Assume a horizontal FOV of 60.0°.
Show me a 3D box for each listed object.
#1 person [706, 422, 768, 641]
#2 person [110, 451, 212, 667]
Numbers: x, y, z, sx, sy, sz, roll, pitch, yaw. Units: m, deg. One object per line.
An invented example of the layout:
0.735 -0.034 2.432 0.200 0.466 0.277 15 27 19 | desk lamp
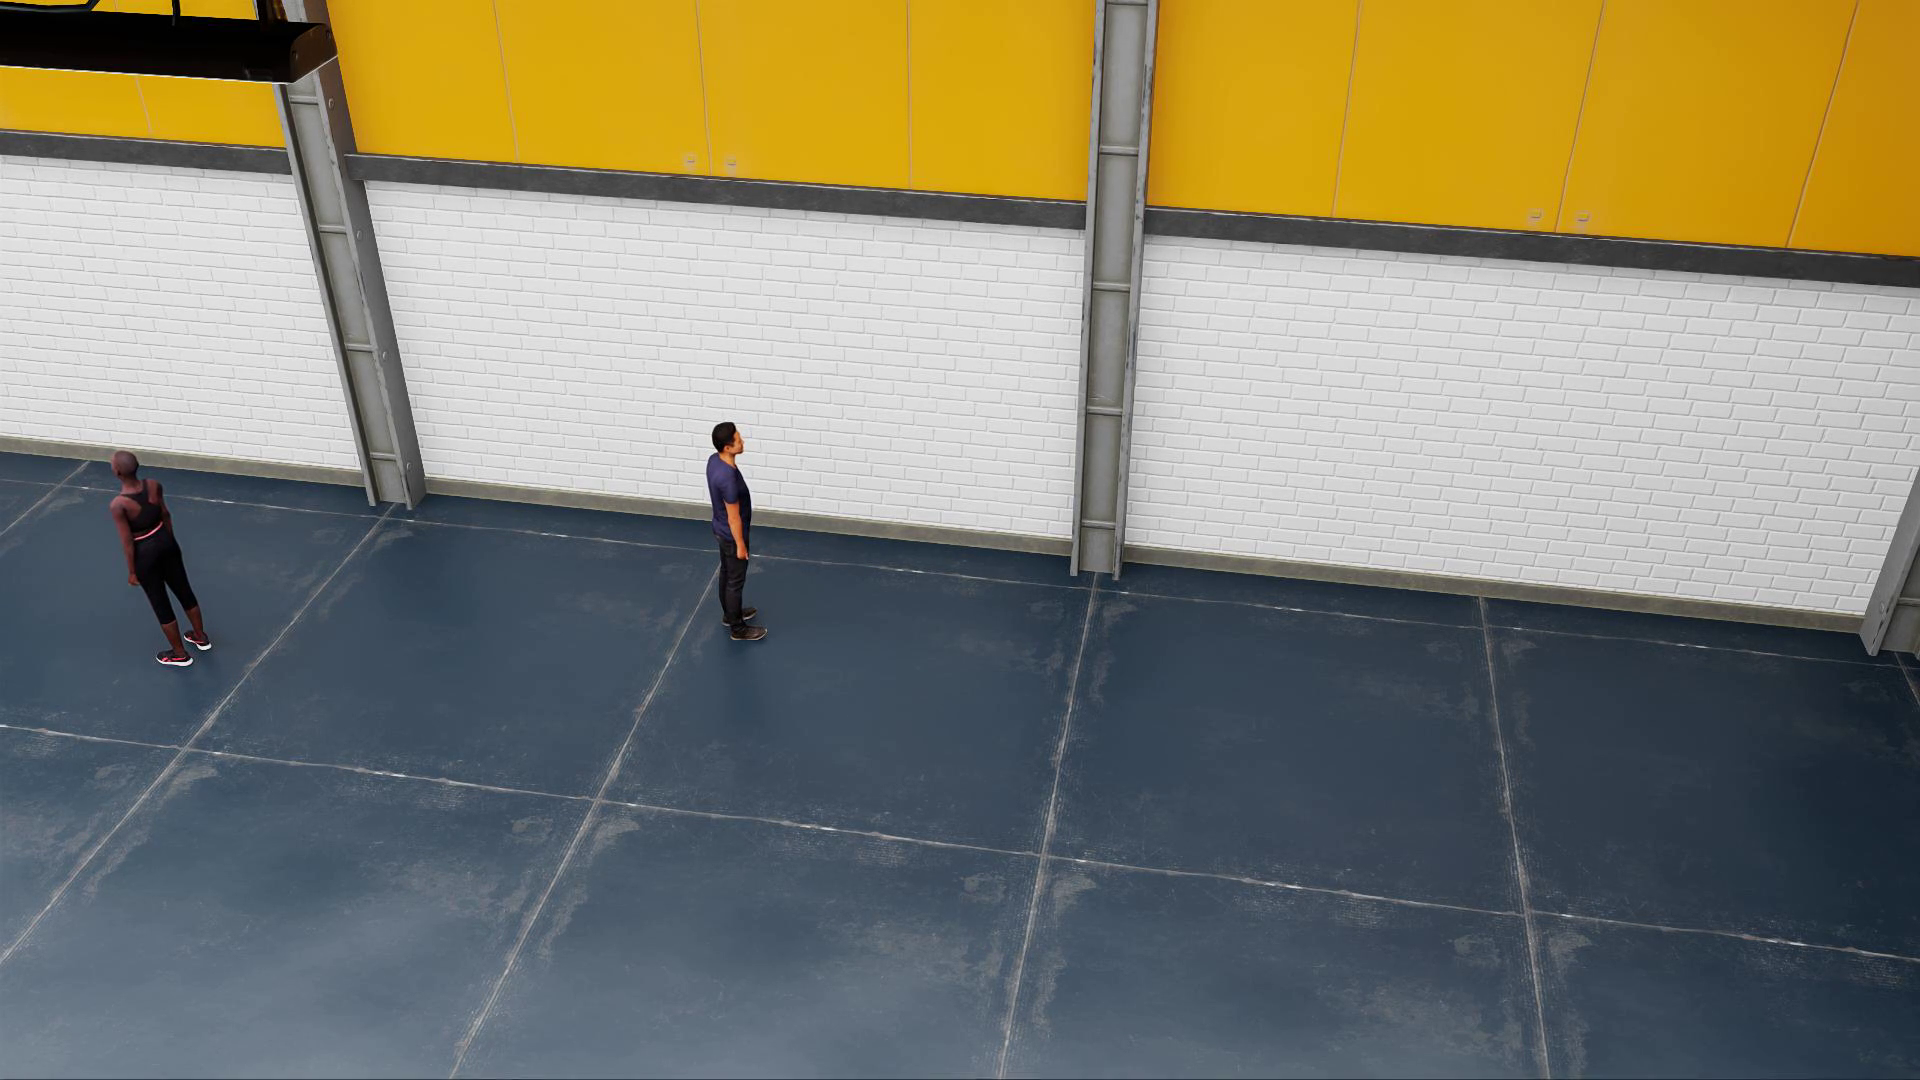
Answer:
-1.684 -0.076 12.195 0.706 1.793 0.715 -11 35 -16 | person
-5.767 0.120 11.933 0.627 1.757 0.645 16 37 22 | person
